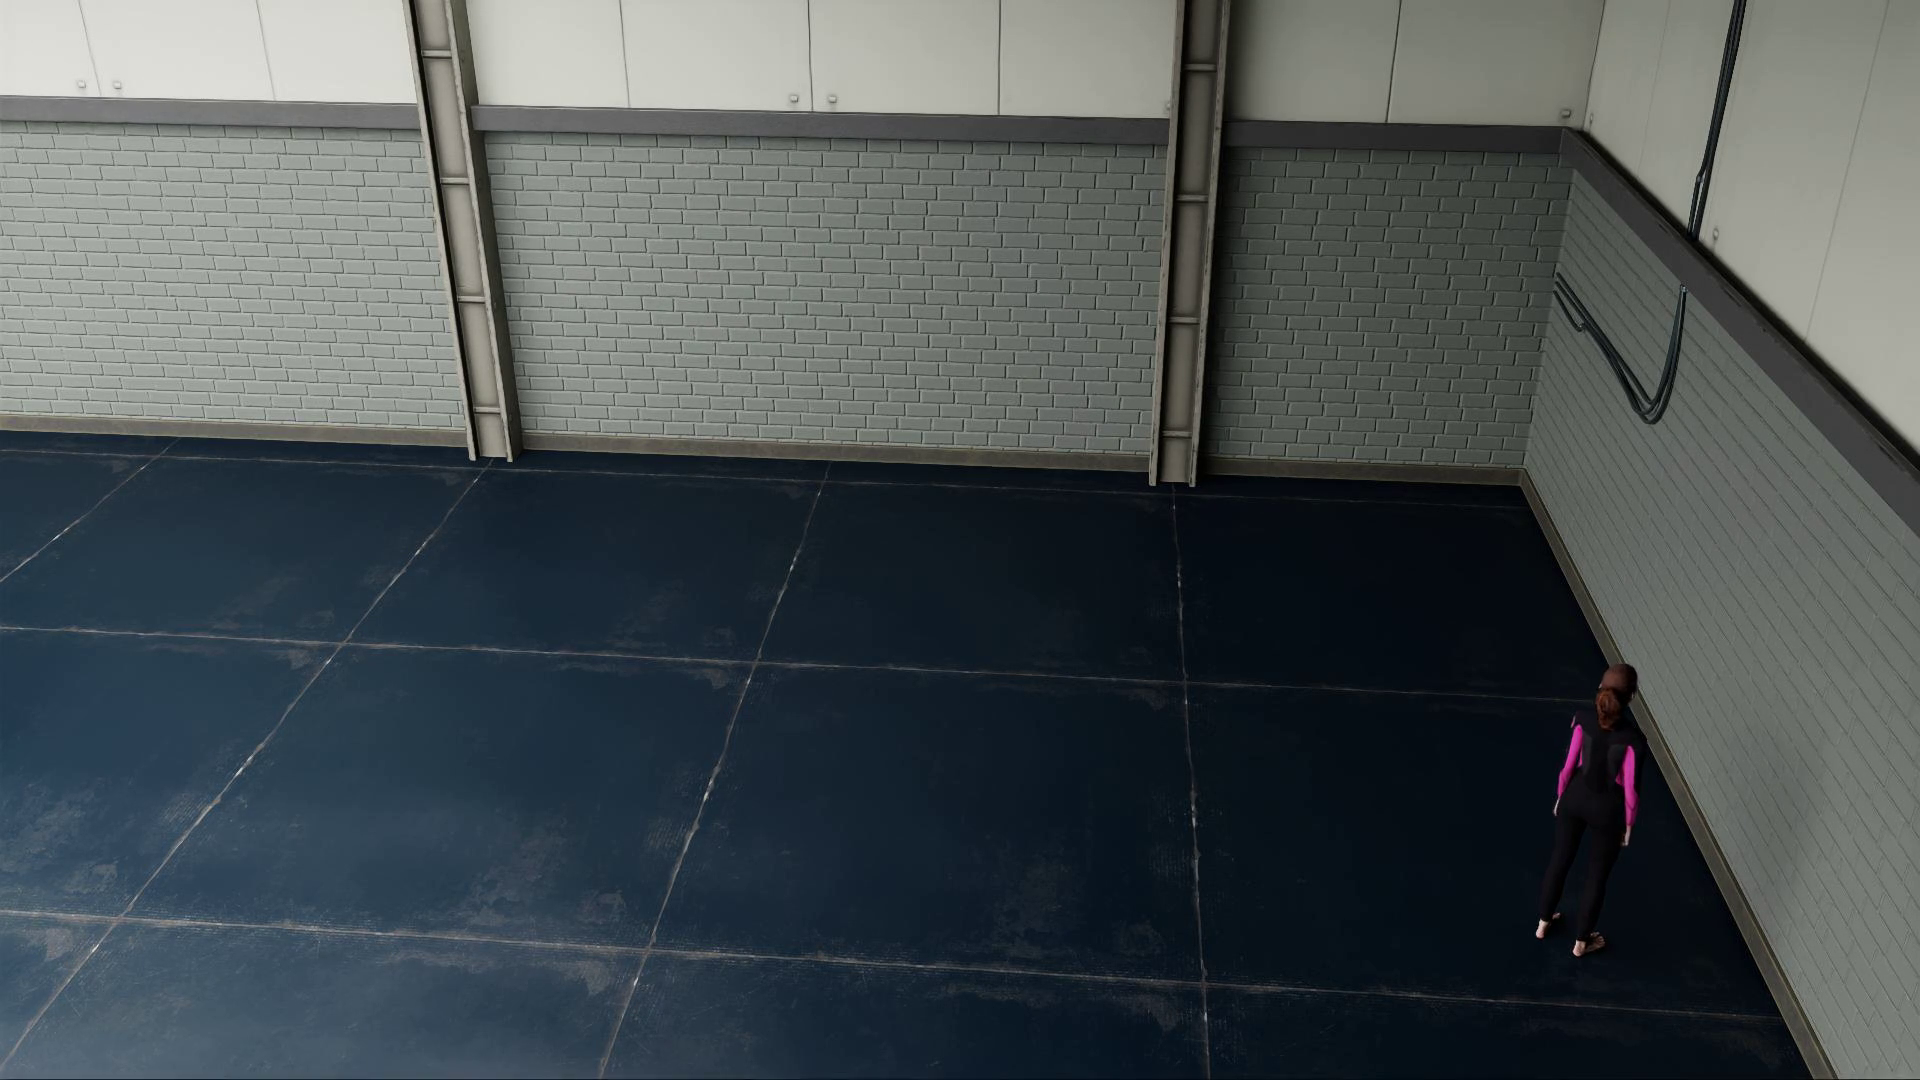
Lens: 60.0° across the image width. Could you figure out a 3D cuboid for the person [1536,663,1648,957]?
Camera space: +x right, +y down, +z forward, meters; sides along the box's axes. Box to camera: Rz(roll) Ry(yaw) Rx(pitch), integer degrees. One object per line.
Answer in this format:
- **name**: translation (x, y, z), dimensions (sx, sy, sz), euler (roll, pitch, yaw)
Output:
- **person**: translation (3.313, 1.407, 8.713), dimensions (0.663, 1.751, 0.737), euler (24, 36, 39)
